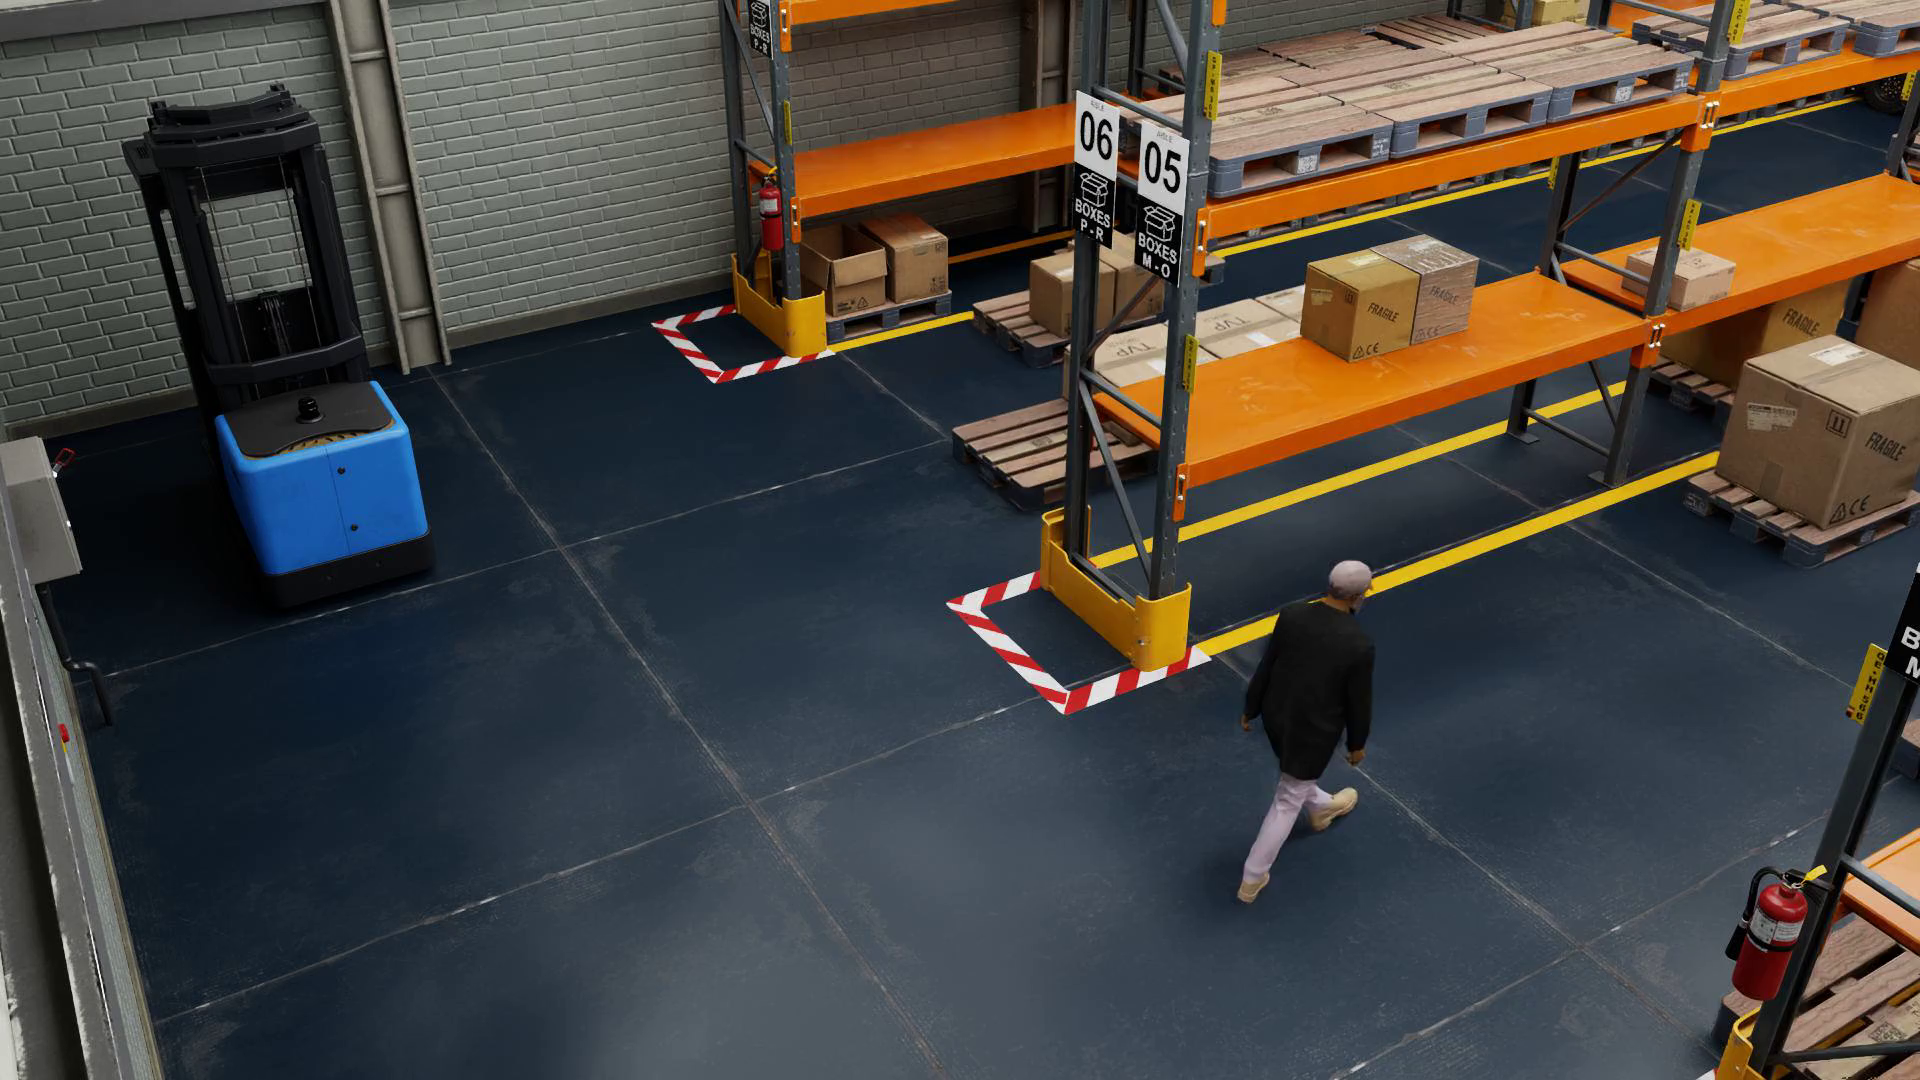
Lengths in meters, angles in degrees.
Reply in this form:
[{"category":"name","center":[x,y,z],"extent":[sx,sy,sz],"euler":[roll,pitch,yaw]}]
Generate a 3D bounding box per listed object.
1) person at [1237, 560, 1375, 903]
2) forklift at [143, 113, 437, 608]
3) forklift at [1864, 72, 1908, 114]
[{"category":"person","center":[1.701,0.876,8.080],"extent":[0.987,1.783,0.607],"euler":[-26,40,-36]},{"category":"forklift","center":[-4.289,-1.259,10.509],"extent":[1.129,2.768,1.873],"euler":[-17,36,-26]},{"category":"forklift","center":[11.468,-5.645,18.244],"extent":[1.214,2.155,2.313],"euler":[-17,36,-26]}]
